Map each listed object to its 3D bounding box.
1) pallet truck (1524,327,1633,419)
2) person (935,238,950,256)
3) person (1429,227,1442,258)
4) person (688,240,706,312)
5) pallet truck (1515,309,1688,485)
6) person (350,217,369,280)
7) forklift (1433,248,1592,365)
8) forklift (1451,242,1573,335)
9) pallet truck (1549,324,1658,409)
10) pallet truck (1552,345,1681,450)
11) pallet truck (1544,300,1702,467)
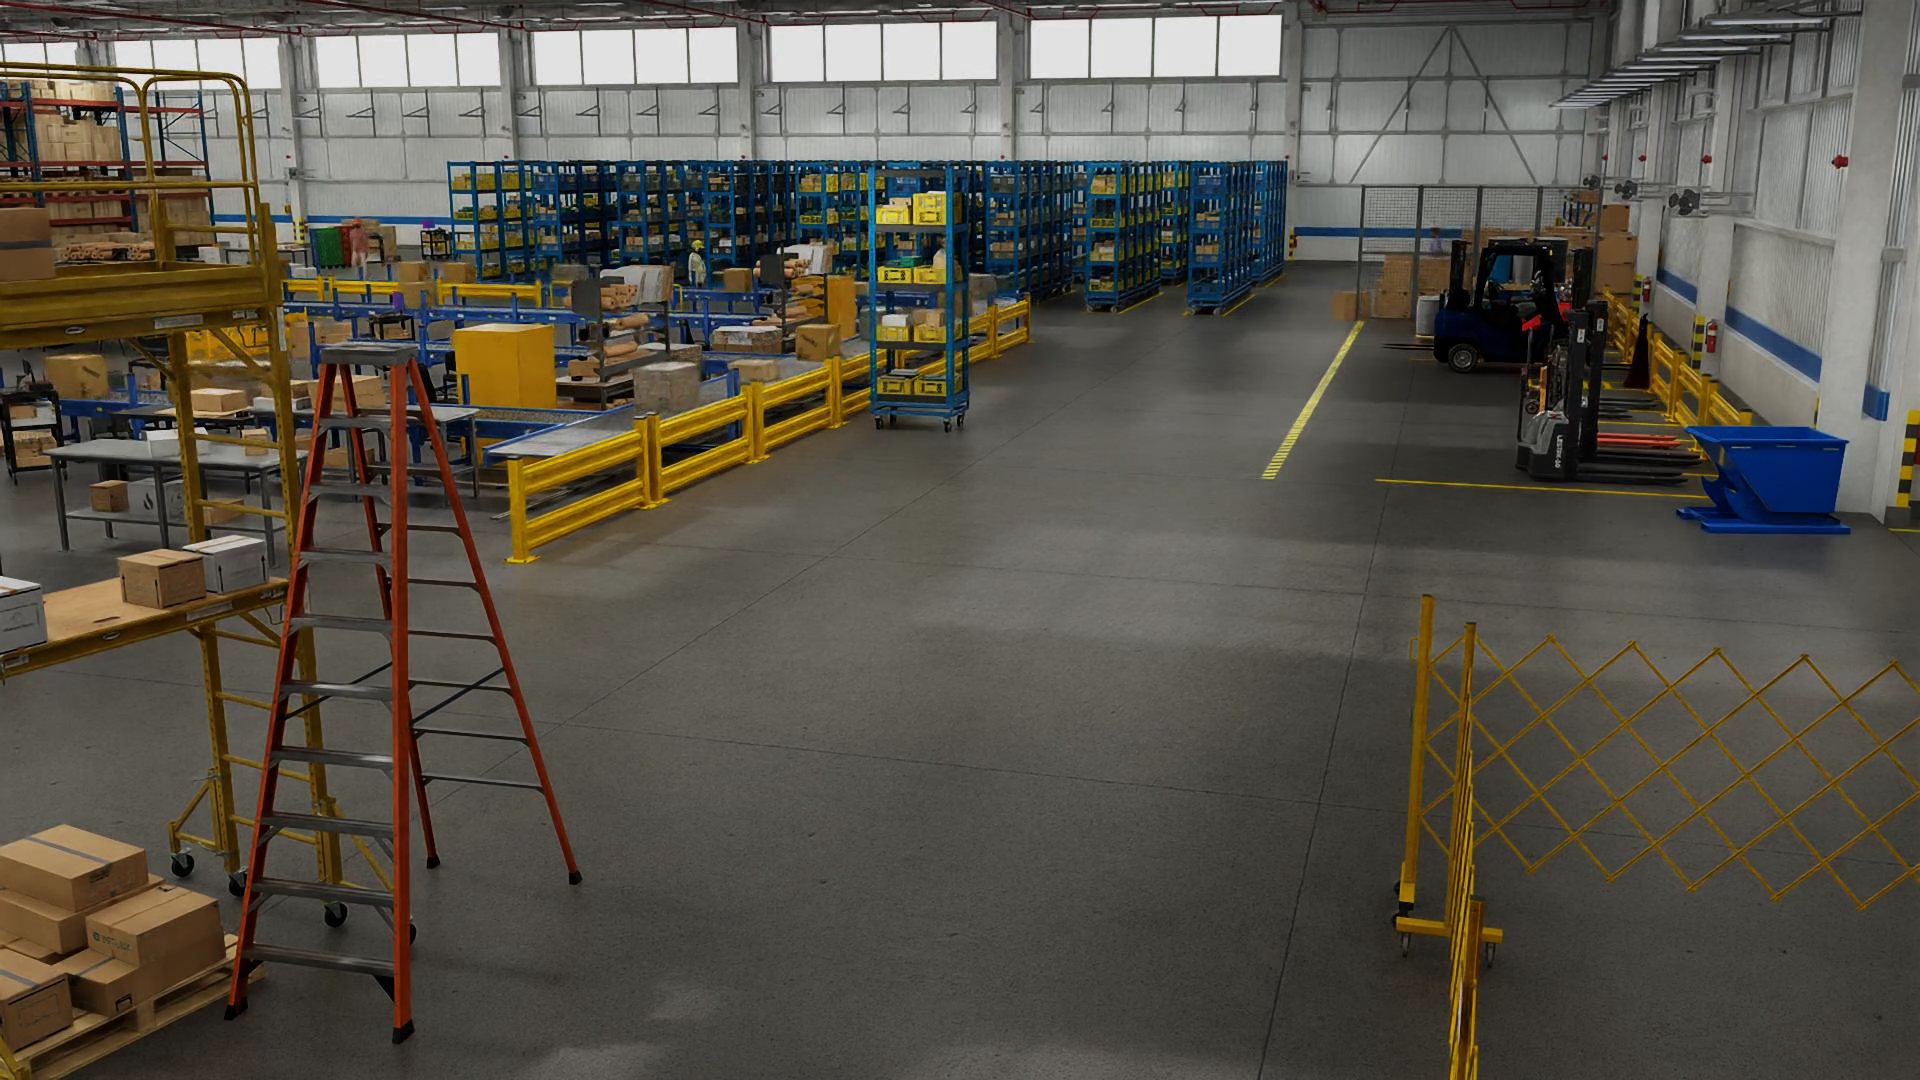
[{"bbox_3d":[9.065,-2.460,24.370,1.522,1.261,0.704,3,13,14],"label":"pallet truck"},{"bbox_3d":[-0.334,-5.925,37.992,0.407,1.908,0.641,5,14,22],"label":"person"},{"bbox_3d":[12.854,-7.622,45.478,0.642,1.826,0.596,3,13,13],"label":"person"},{"bbox_3d":[-6.114,-6.065,38.757,0.404,1.829,0.600,-5,14,-20],"label":"person"},{"bbox_3d":[7.554,-1.677,19.446,1.885,1.965,0.823,3,13,14],"label":"pallet truck"},{"bbox_3d":[-17.679,-8.478,48.859,0.652,1.973,0.628,3,13,12],"label":"person"},{"bbox_3d":[9.780,-4.111,29.280,2.680,1.987,1.157,3,13,14],"label":"forklift"},{"bbox_3d":[10.464,-4.597,31.405,2.680,1.987,1.157,4,14,16],"label":"forklift"},{"bbox_3d":[9.824,-2.669,25.407,1.601,1.201,0.680,4,14,16],"label":"pallet truck"},{"bbox_3d":[8.641,-1.896,21.908,1.630,1.274,0.653,4,14,16],"label":"pallet truck"},{"bbox_3d":[8.263,-1.952,20.631,1.885,1.965,0.823,5,14,20],"label":"pallet truck"}]
